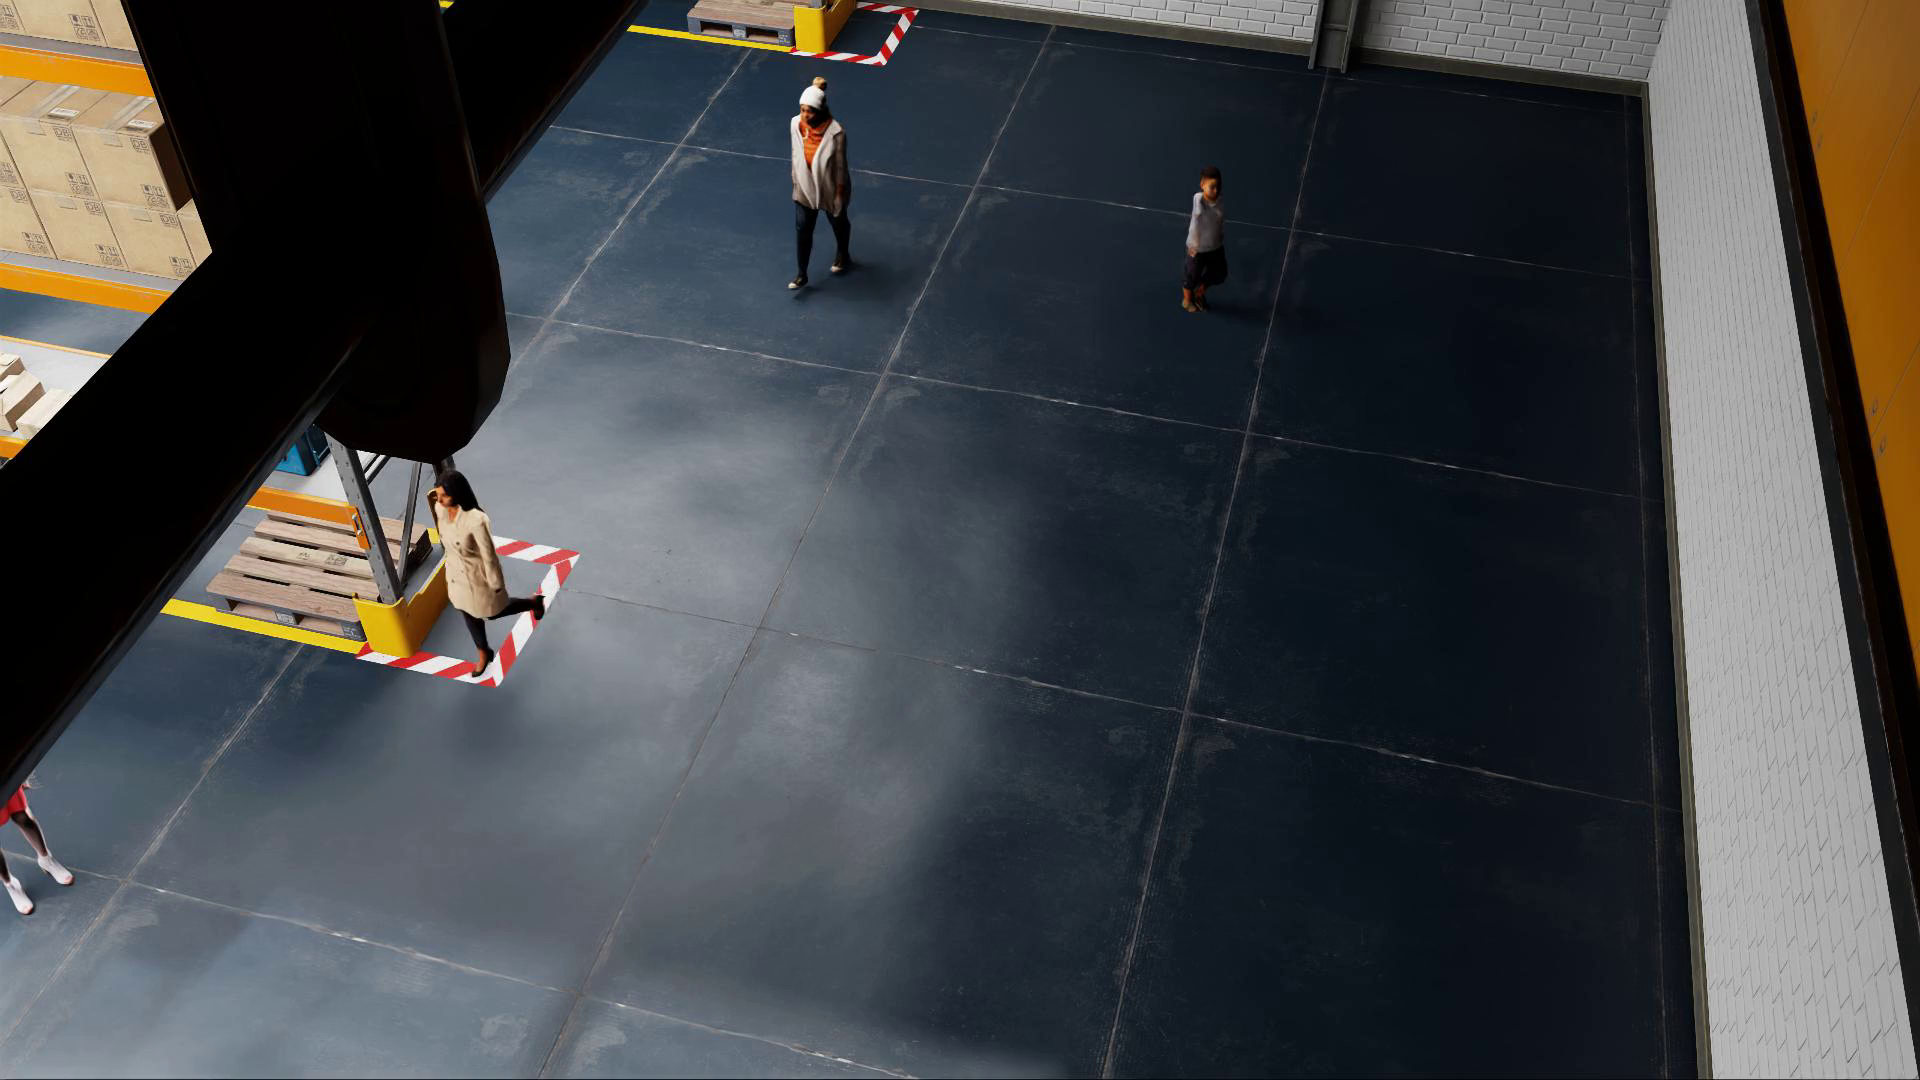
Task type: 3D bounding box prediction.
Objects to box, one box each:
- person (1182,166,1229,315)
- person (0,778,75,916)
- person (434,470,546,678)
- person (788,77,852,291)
[{"bbox_3d":[2.011,-2.566,13.920,0.701,1.446,0.766,-20,47,-20],"label":"person"},{"bbox_3d":[-5.546,1.427,9.455,0.640,1.824,0.655,30,51,28],"label":"person"},{"bbox_3d":[-3.113,0.168,10.891,0.947,1.666,0.888,25,49,24],"label":"person"},{"bbox_3d":[-1.123,-3.090,14.167,0.948,1.864,0.764,12,45,12],"label":"person"}]
